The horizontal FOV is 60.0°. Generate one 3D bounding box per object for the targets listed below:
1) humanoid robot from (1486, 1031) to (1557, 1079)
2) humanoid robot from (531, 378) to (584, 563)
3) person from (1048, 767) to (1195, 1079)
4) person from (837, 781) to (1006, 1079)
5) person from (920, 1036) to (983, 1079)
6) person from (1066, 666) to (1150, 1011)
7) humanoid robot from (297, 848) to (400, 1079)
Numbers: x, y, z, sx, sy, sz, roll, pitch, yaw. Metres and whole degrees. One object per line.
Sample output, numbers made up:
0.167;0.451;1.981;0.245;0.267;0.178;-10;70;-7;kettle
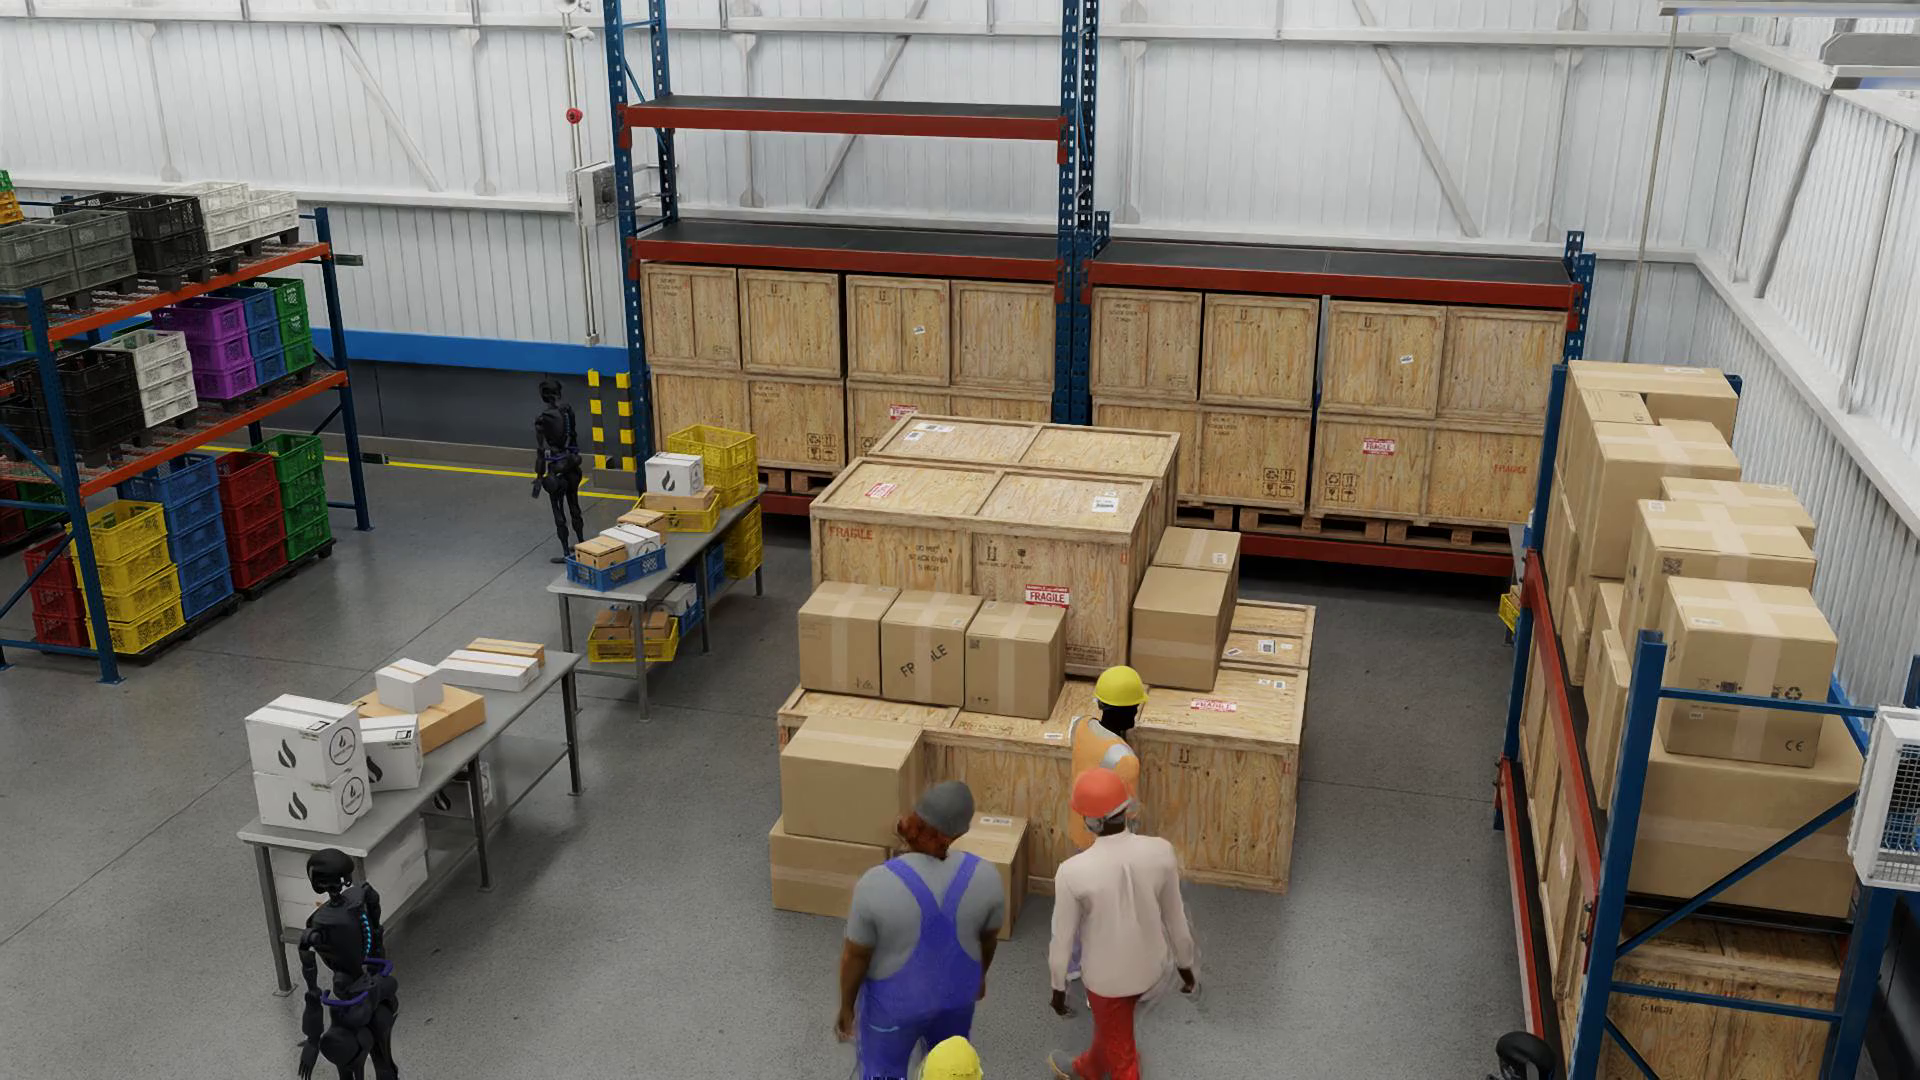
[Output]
2.062;2.578;6.304;0.327;1.660;0.589;18;27;39;humanoid robot
-3.532;-0.615;14.662;0.320;1.657;0.612;9;23;21;humanoid robot
0.734;1.955;7.624;0.681;1.926;1.016;-11;23;-26;person
-0.223;1.964;7.429;0.805;2.000;0.535;-7;22;-19;person
-0.041;2.619;6.128;0.579;1.739;0.571;12;24;29;person
0.773;1.544;8.706;0.405;1.918;0.582;-9;23;-23;person
-2.746;2.122;7.503;0.327;1.657;0.589;5;22;14;humanoid robot
